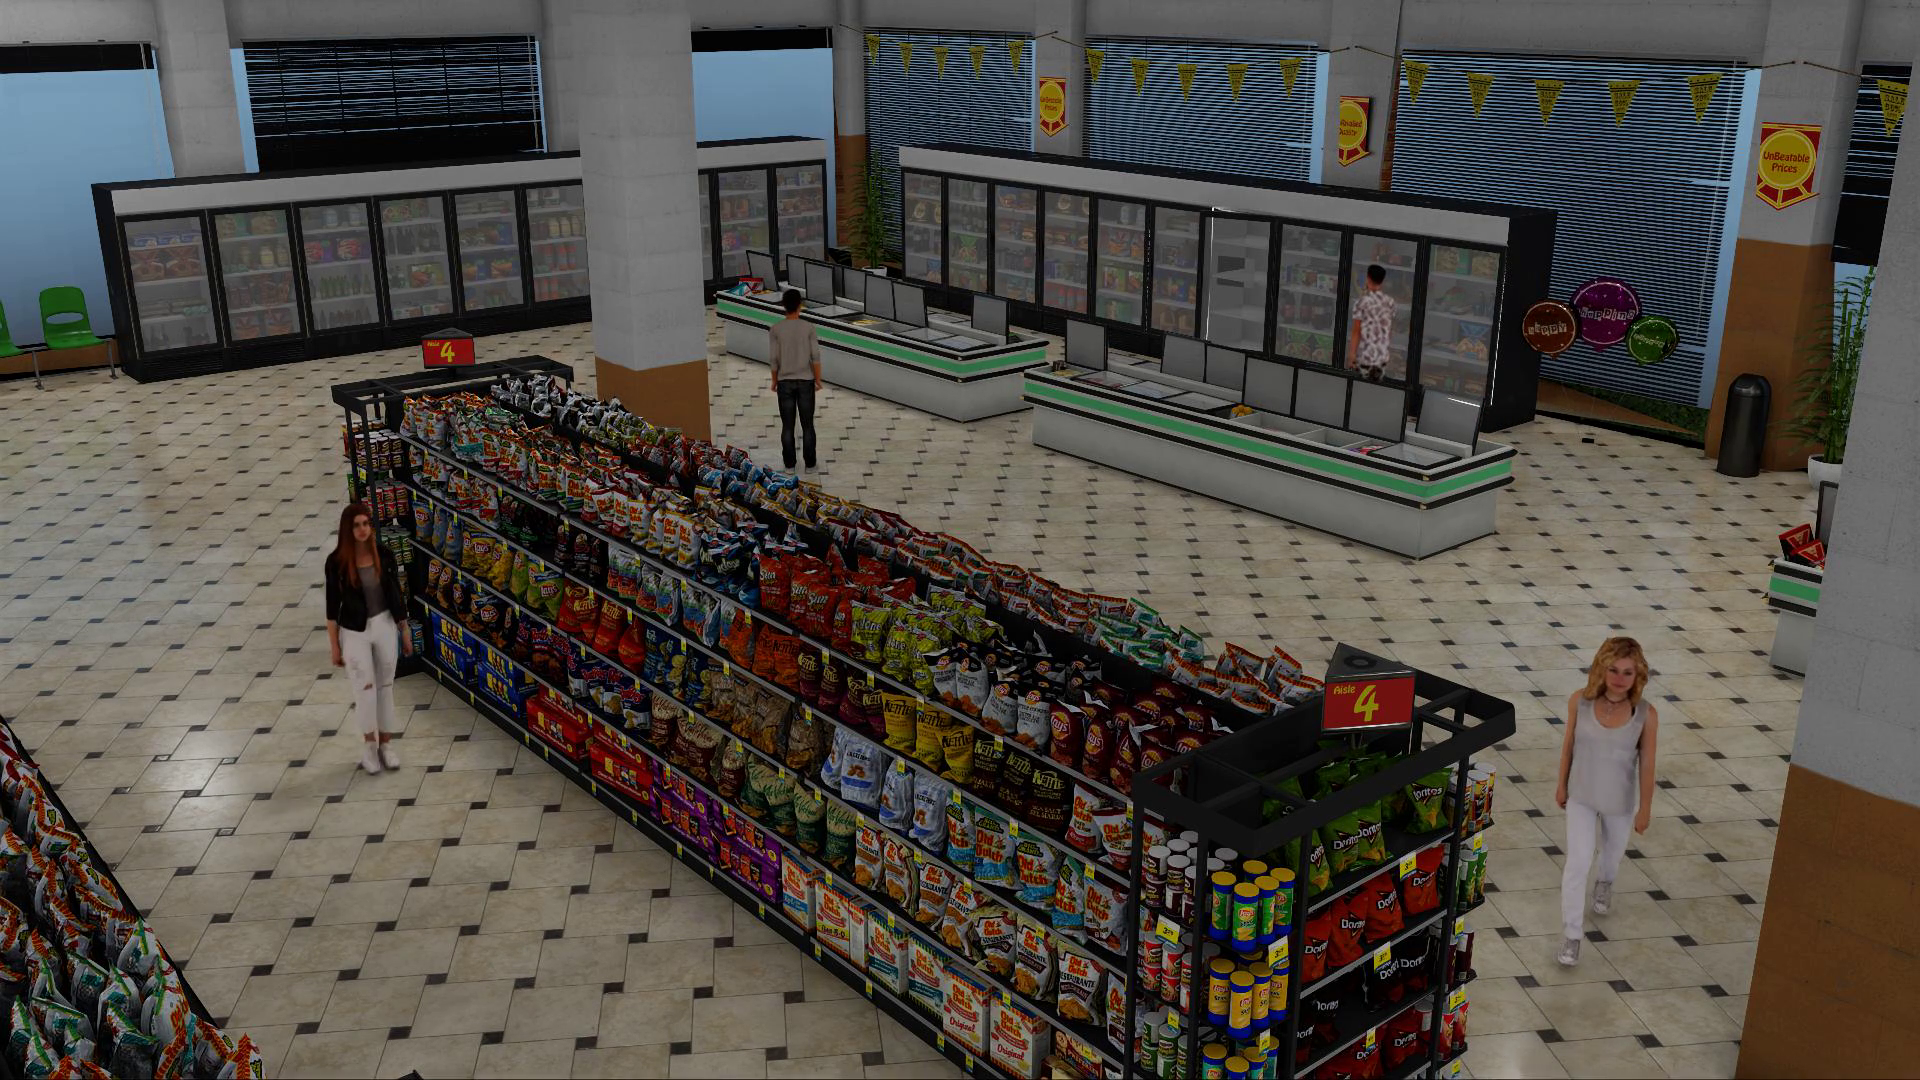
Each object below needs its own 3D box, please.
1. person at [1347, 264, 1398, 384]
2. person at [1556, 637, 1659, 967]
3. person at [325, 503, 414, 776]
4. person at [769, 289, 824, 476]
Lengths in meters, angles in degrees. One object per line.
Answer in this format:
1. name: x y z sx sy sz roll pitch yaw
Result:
1. person: 4.342 -1.997 17.561 0.729 1.815 0.675 -7 20 -20
2. person: 3.209 1.232 8.262 1.084 1.638 0.939 9 20 24
3. person: -3.623 0.572 10.129 0.620 1.696 0.567 -13 23 -34
4. person: -1.598 -1.534 16.207 0.737 1.803 0.764 -1 19 -2
